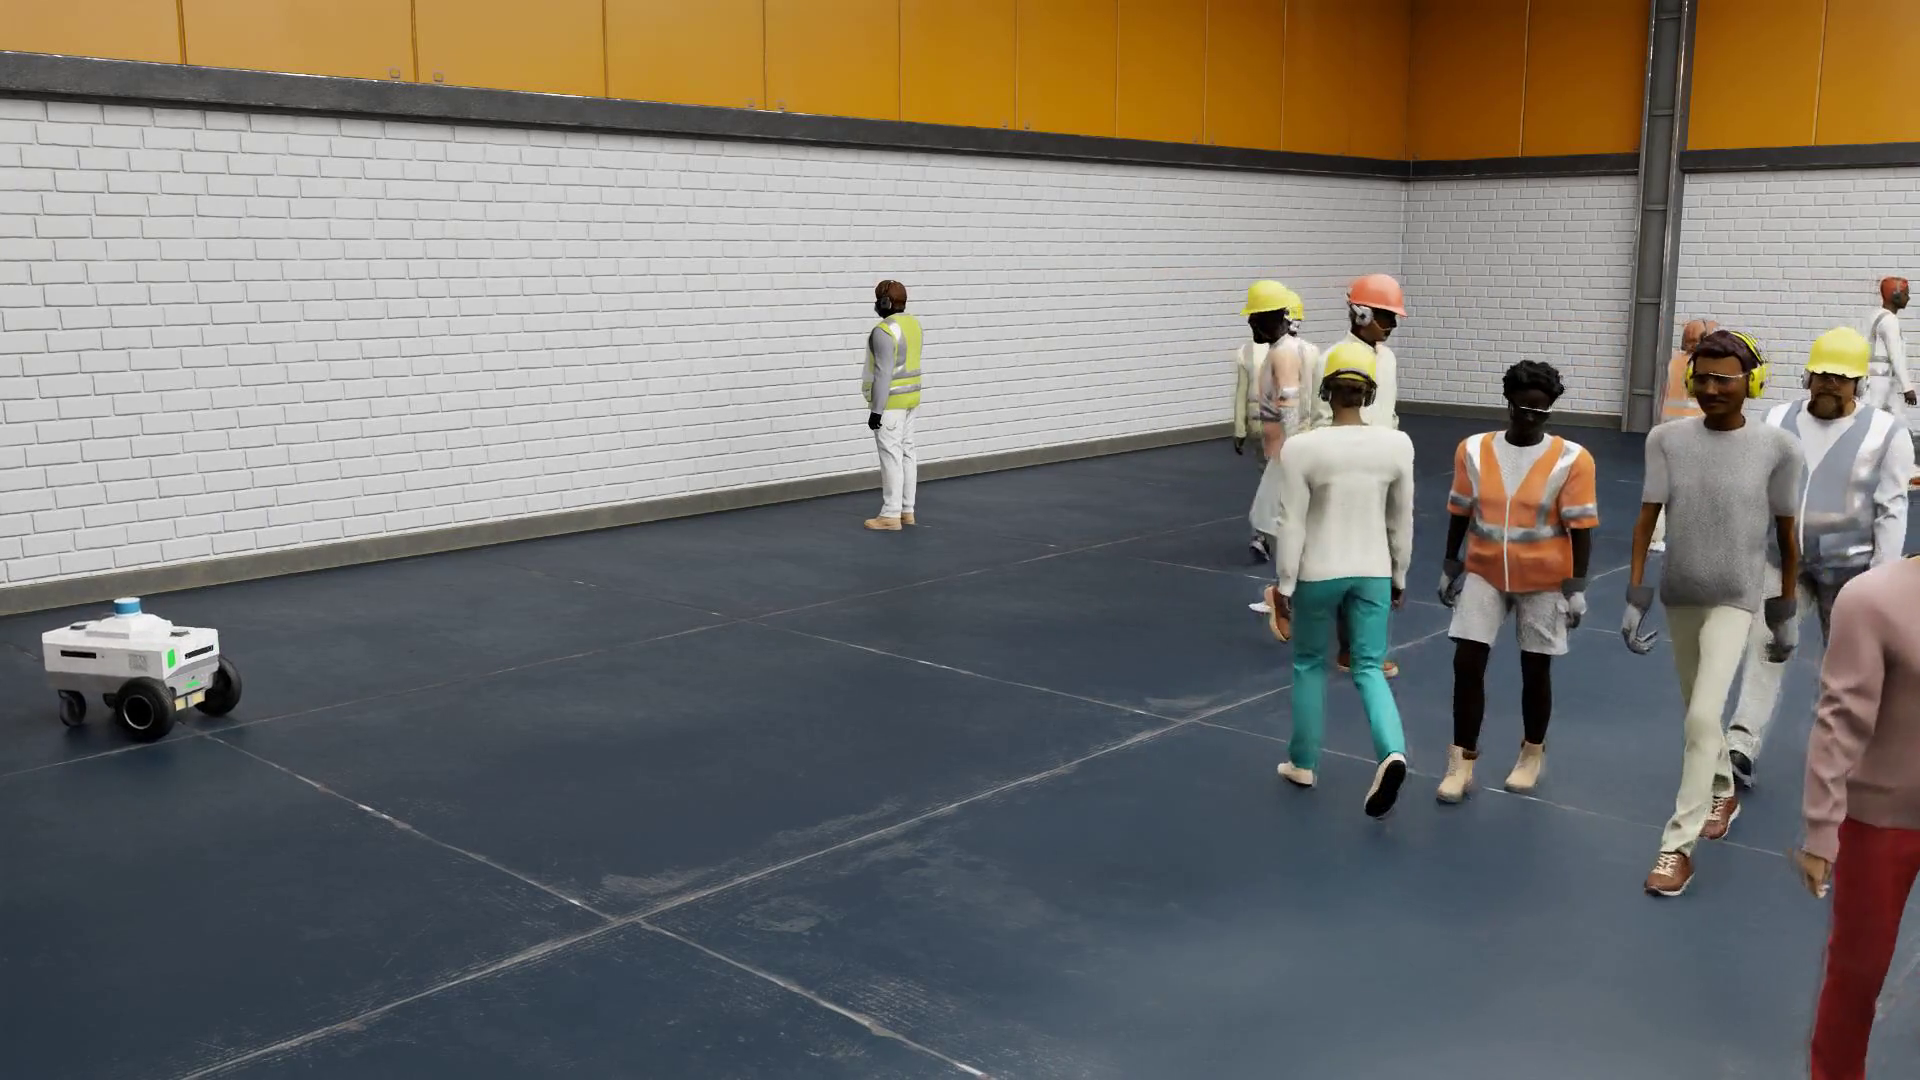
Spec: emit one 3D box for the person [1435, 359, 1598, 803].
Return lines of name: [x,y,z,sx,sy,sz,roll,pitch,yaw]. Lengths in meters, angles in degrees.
person: [2.036,0.163,6.177,0.578,1.664,0.631,7,12,35]

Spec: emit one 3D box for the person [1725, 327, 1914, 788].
person: [3.273,0.078,6.382,0.598,1.772,0.956,10,14,44]

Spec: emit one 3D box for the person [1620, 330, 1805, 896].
person: [2.525,0.205,5.590,0.486,1.812,0.992,9,13,42]

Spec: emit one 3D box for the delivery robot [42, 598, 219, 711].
delivery robot: [-3.603,0.495,7.227,0.707,0.478,0.477,3,10,14]

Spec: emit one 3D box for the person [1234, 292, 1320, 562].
person: [2.119,-0.762,11.154,0.590,1.794,0.924,6,12,32]

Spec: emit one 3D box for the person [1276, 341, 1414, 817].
person: [1.444,0.145,6.148,0.533,1.742,0.736,-1,10,-6]

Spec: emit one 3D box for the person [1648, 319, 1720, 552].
person: [5.058,-0.704,11.368,0.833,1.593,0.530,-1,10,-4]

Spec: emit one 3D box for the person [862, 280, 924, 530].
person: [-0.512,-0.997,12.328,0.429,1.844,0.626,4,11,22]

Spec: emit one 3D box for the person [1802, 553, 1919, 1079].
person: [2.048,0.614,3.451,0.581,1.726,0.686,1,10,6]

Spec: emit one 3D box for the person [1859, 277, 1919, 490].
person: [7.922,-1.326,14.231,0.990,1.834,0.577,4,11,23]

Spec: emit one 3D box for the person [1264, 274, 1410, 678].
person: [1.875,-0.342,8.267,0.625,1.958,0.818,-10,14,-44]

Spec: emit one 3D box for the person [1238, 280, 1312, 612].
person: [1.787,-0.501,9.338,0.493,1.900,0.653,1,10,8]
